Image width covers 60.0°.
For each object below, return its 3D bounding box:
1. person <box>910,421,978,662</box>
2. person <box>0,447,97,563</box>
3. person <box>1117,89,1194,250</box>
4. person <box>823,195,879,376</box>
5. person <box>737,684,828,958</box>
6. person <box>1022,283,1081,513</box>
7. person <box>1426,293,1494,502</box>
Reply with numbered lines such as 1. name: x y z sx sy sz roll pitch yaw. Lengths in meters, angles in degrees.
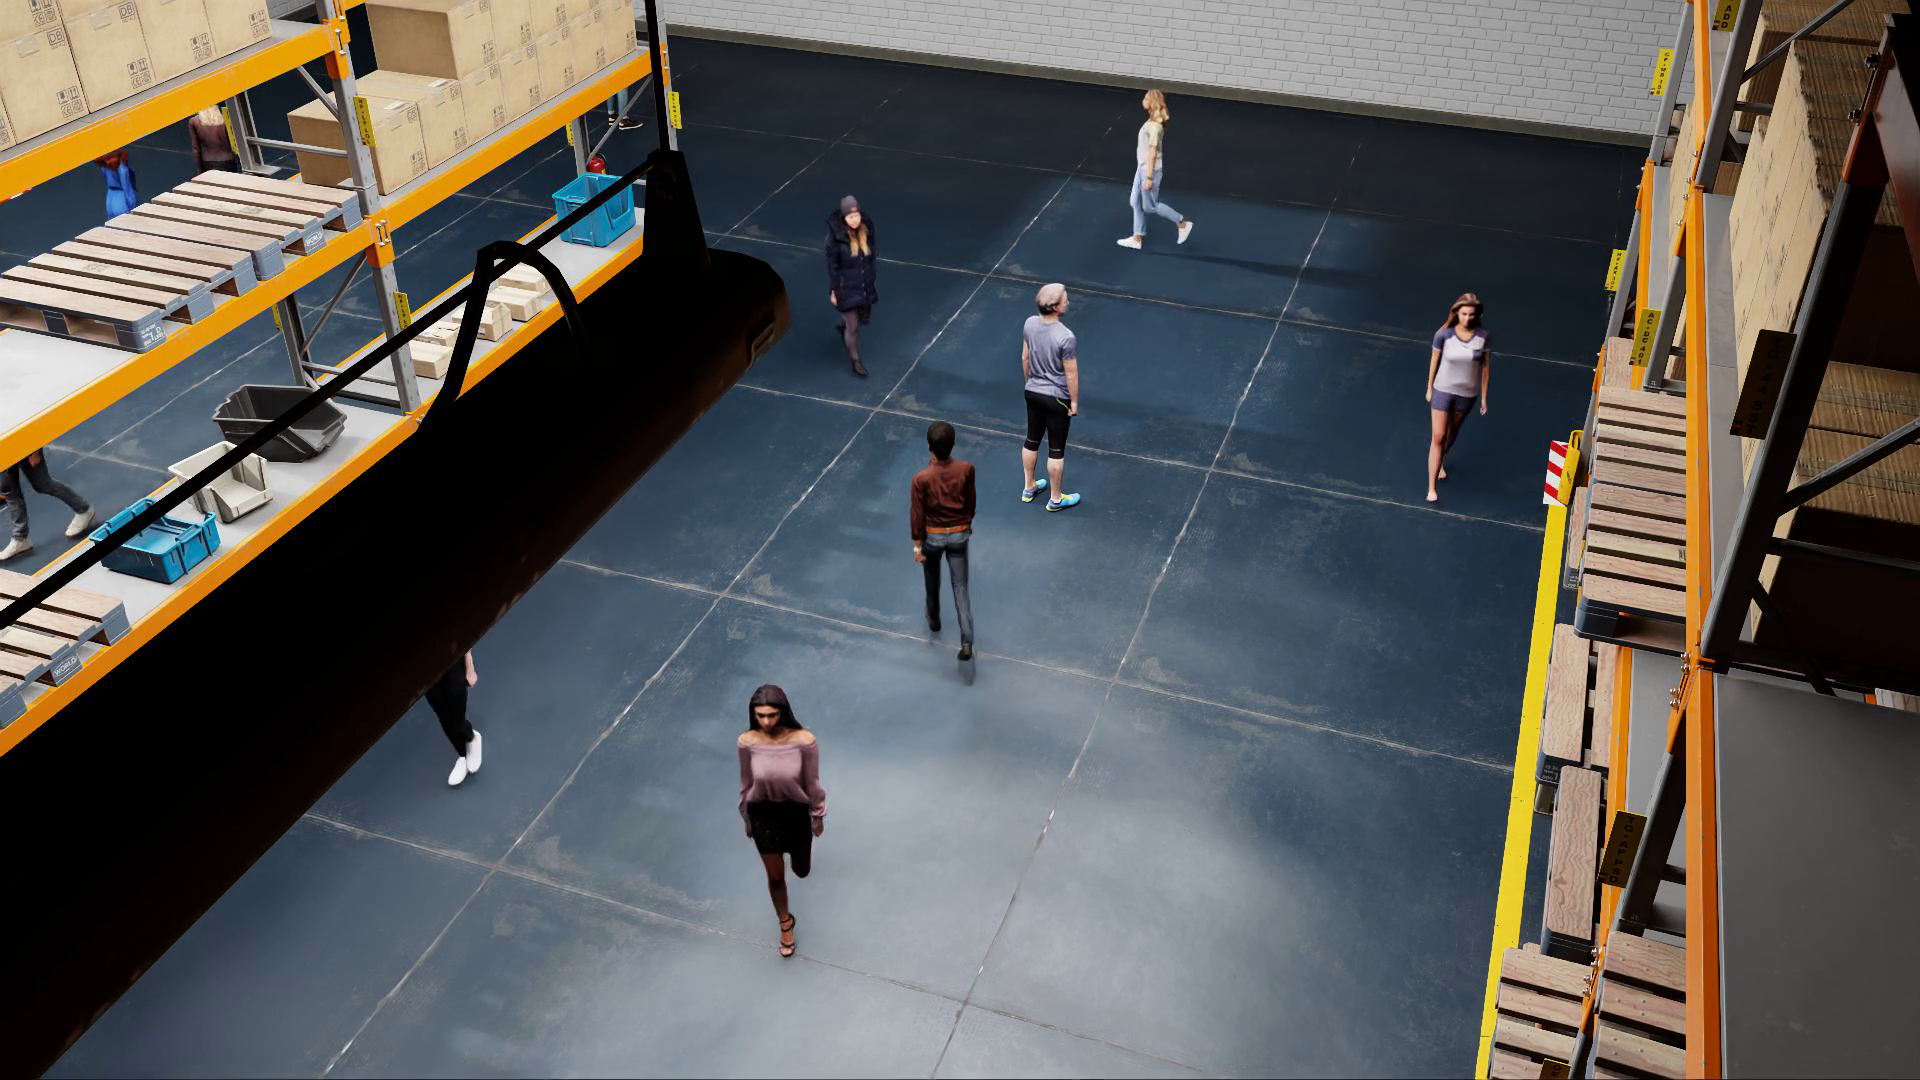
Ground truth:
1. person: -0.065 0.033 11.300 1.015 1.755 1.180 -8 34 -11
2. person: -6.978 -0.783 12.422 0.815 1.872 1.089 18 38 25
3. person: 2.042 -3.755 17.048 0.824 1.701 0.996 5 34 8
4. person: -1.001 -2.306 14.903 0.971 1.662 1.002 -19 38 -26
5. person: -0.969 1.472 9.097 0.803 1.798 0.960 1 34 1
6. person: 0.687 -1.109 12.903 0.744 1.883 0.704 27 42 34
7. person: 3.926 -1.204 13.216 0.774 1.695 1.041 3 34 4
